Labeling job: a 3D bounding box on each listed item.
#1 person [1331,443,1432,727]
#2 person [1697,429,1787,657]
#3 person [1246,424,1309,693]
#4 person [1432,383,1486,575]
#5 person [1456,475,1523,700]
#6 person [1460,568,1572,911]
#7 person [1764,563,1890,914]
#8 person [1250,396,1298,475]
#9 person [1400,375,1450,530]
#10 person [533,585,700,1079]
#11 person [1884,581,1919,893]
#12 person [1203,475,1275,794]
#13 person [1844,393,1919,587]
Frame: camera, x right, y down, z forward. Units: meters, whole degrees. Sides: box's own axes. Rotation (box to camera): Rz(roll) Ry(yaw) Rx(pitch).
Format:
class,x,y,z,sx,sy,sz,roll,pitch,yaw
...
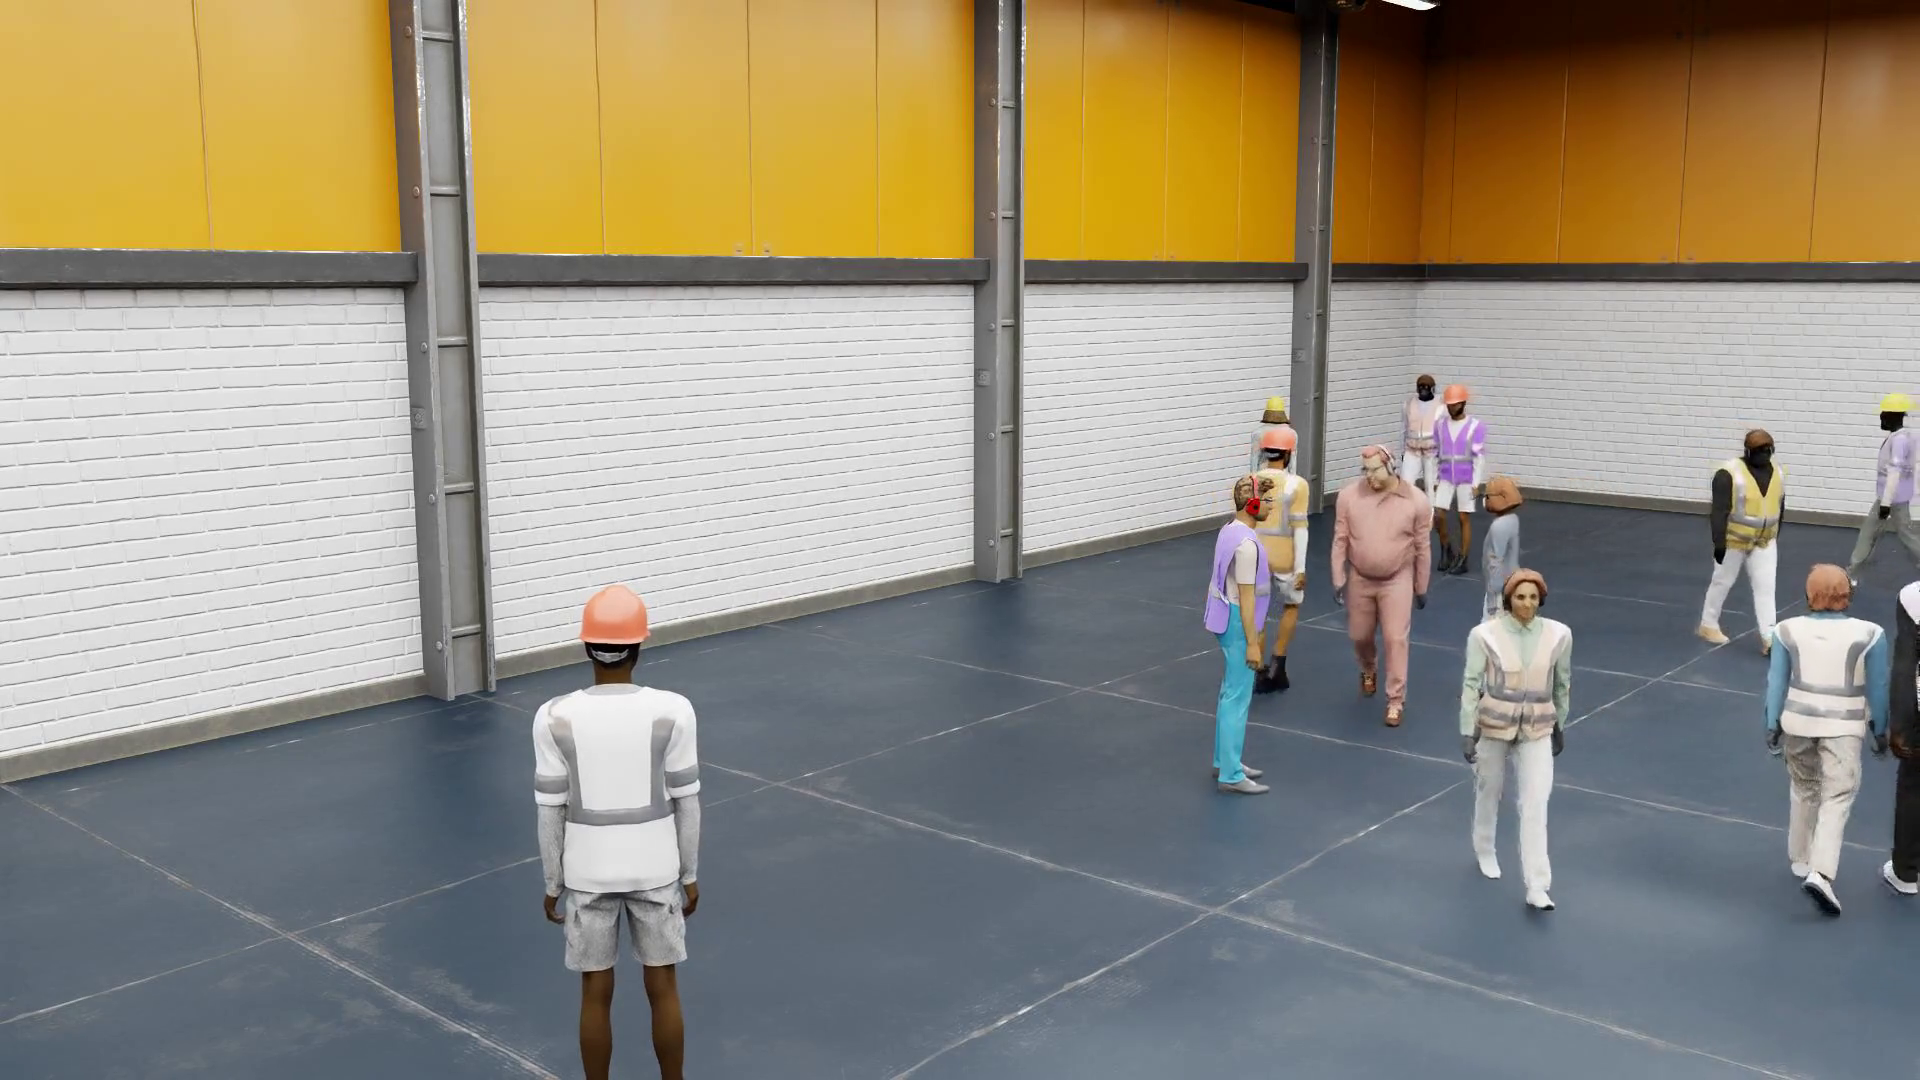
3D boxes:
class,x,y,z,sx,sy,sz,roll,pitch,yaw
person,2.862,0.259,11.278,0.654,1.870,0.794,4,10,25
person,6.216,0.009,13.111,0.671,1.774,0.990,-1,9,-6
person,2.249,0.136,11.880,0.572,1.917,0.473,6,11,33
person,4.929,-0.601,16.517,0.560,1.916,0.449,7,11,37
person,3.772,0.361,11.444,0.584,1.616,0.499,5,10,27
person,2.647,0.924,7.938,0.537,1.589,0.859,1,9,5
person,4.096,0.928,7.928,0.532,1.602,0.772,8,12,39
person,3.233,-0.617,17.199,0.479,1.734,0.329,0,9,0
person,5.384,-0.999,19.316,0.638,1.824,0.610,5,10,27
person,-1.157,1.115,5.680,0.546,1.939,0.375,-1,9,-8
person,4.630,0.813,7.758,0.627,1.874,0.874,3,9,16
person,1.605,0.539,9.627,0.385,1.836,0.566,0,9,3
person,8.761,-0.437,15.631,0.974,1.880,0.601,4,10,22
